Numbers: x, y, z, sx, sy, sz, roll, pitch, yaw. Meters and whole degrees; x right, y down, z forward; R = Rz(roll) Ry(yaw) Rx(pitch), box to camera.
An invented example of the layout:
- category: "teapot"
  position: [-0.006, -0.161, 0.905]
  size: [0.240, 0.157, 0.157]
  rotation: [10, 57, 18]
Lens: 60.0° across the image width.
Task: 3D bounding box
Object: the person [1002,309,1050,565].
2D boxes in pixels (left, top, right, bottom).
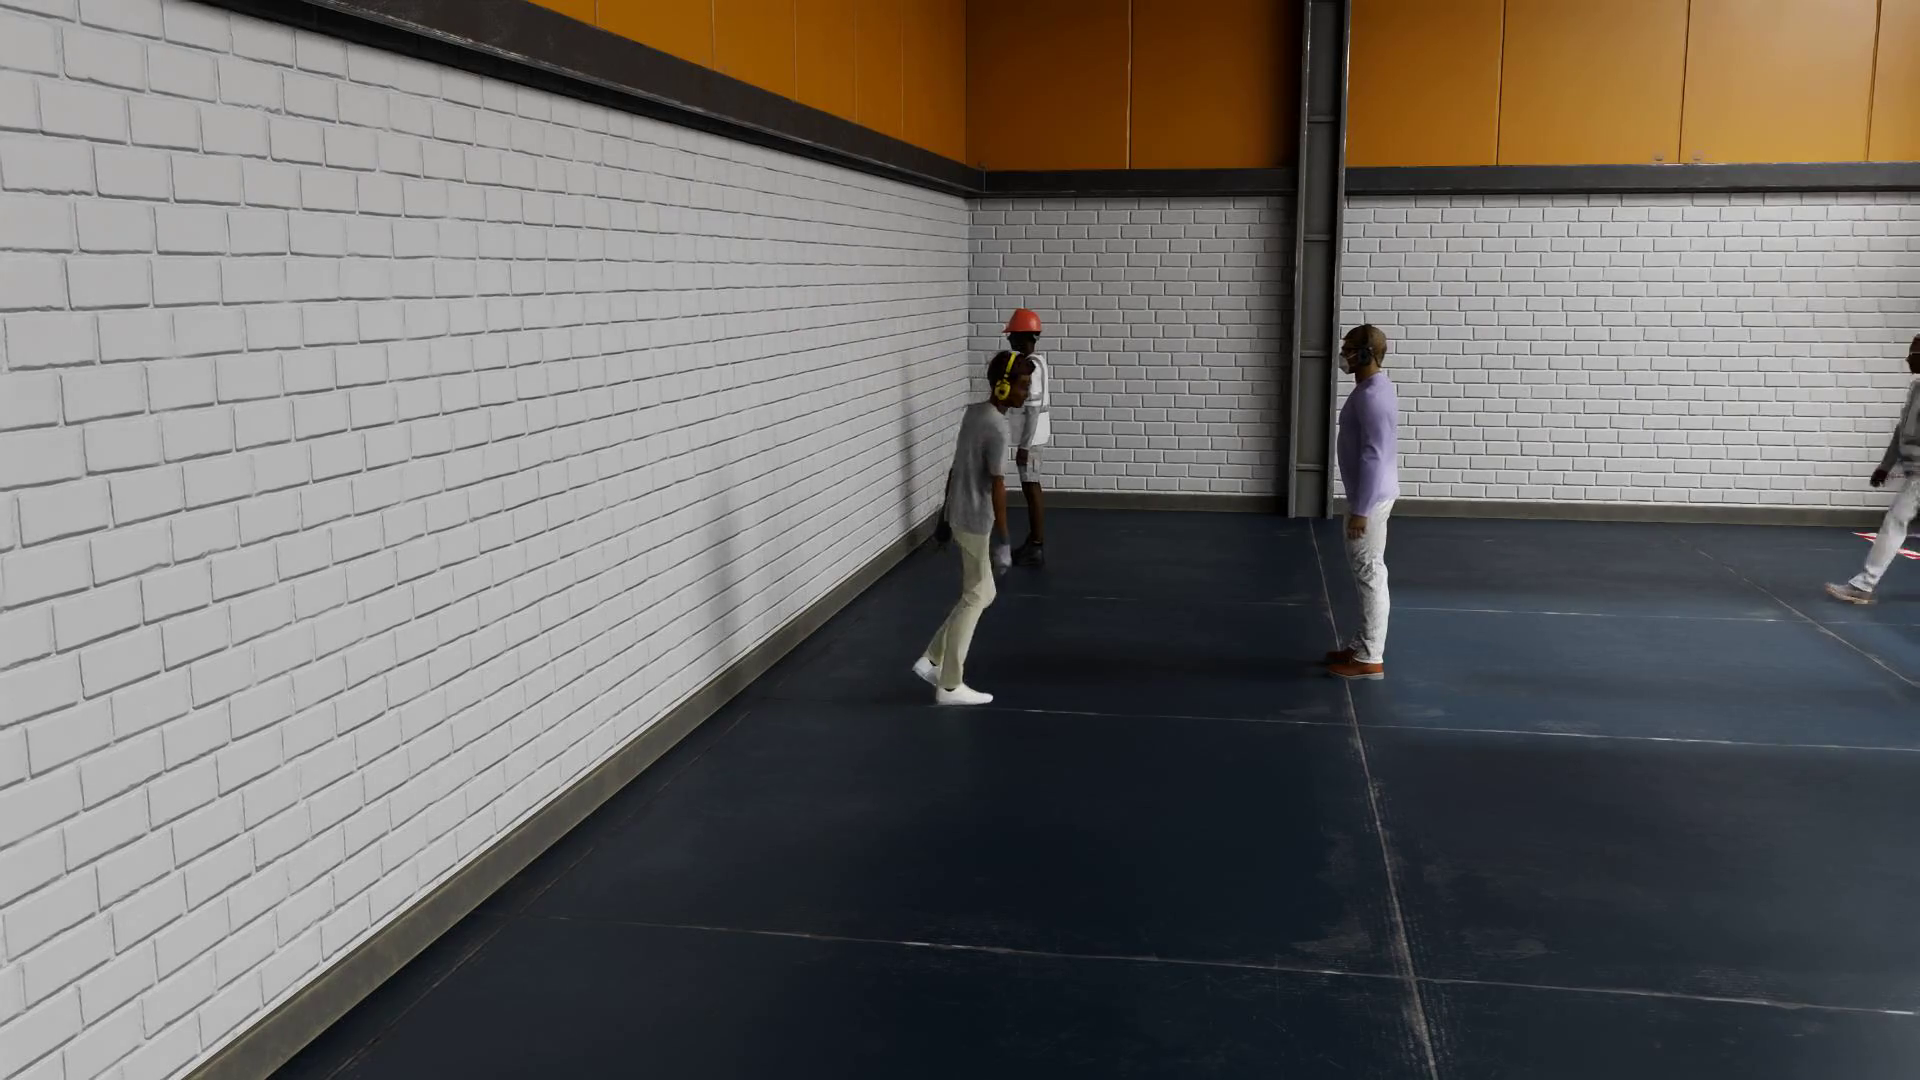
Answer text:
- category: "person"
  position: [0.496, -0.775, 12.609]
  size: [0.364, 1.939, 0.542]
  rotation: [1, 9, 6]

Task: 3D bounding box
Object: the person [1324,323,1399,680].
- category: "person"
  position: [2.204, -0.206, 9.076]
  size: [0.371, 1.940, 0.627]
  rotation: [2, 9, 14]

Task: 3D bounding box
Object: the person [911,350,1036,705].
- category: "person"
  position: [0.093, -0.048, 8.444]
  size: [0.527, 1.824, 0.559]
  rotation: [-2, 9, -14]

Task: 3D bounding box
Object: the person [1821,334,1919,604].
- category: "person"
  position: [6.352, -0.455, 10.992]
  size: [1.032, 1.830, 0.578]
  rotation: [2, 9, 14]
